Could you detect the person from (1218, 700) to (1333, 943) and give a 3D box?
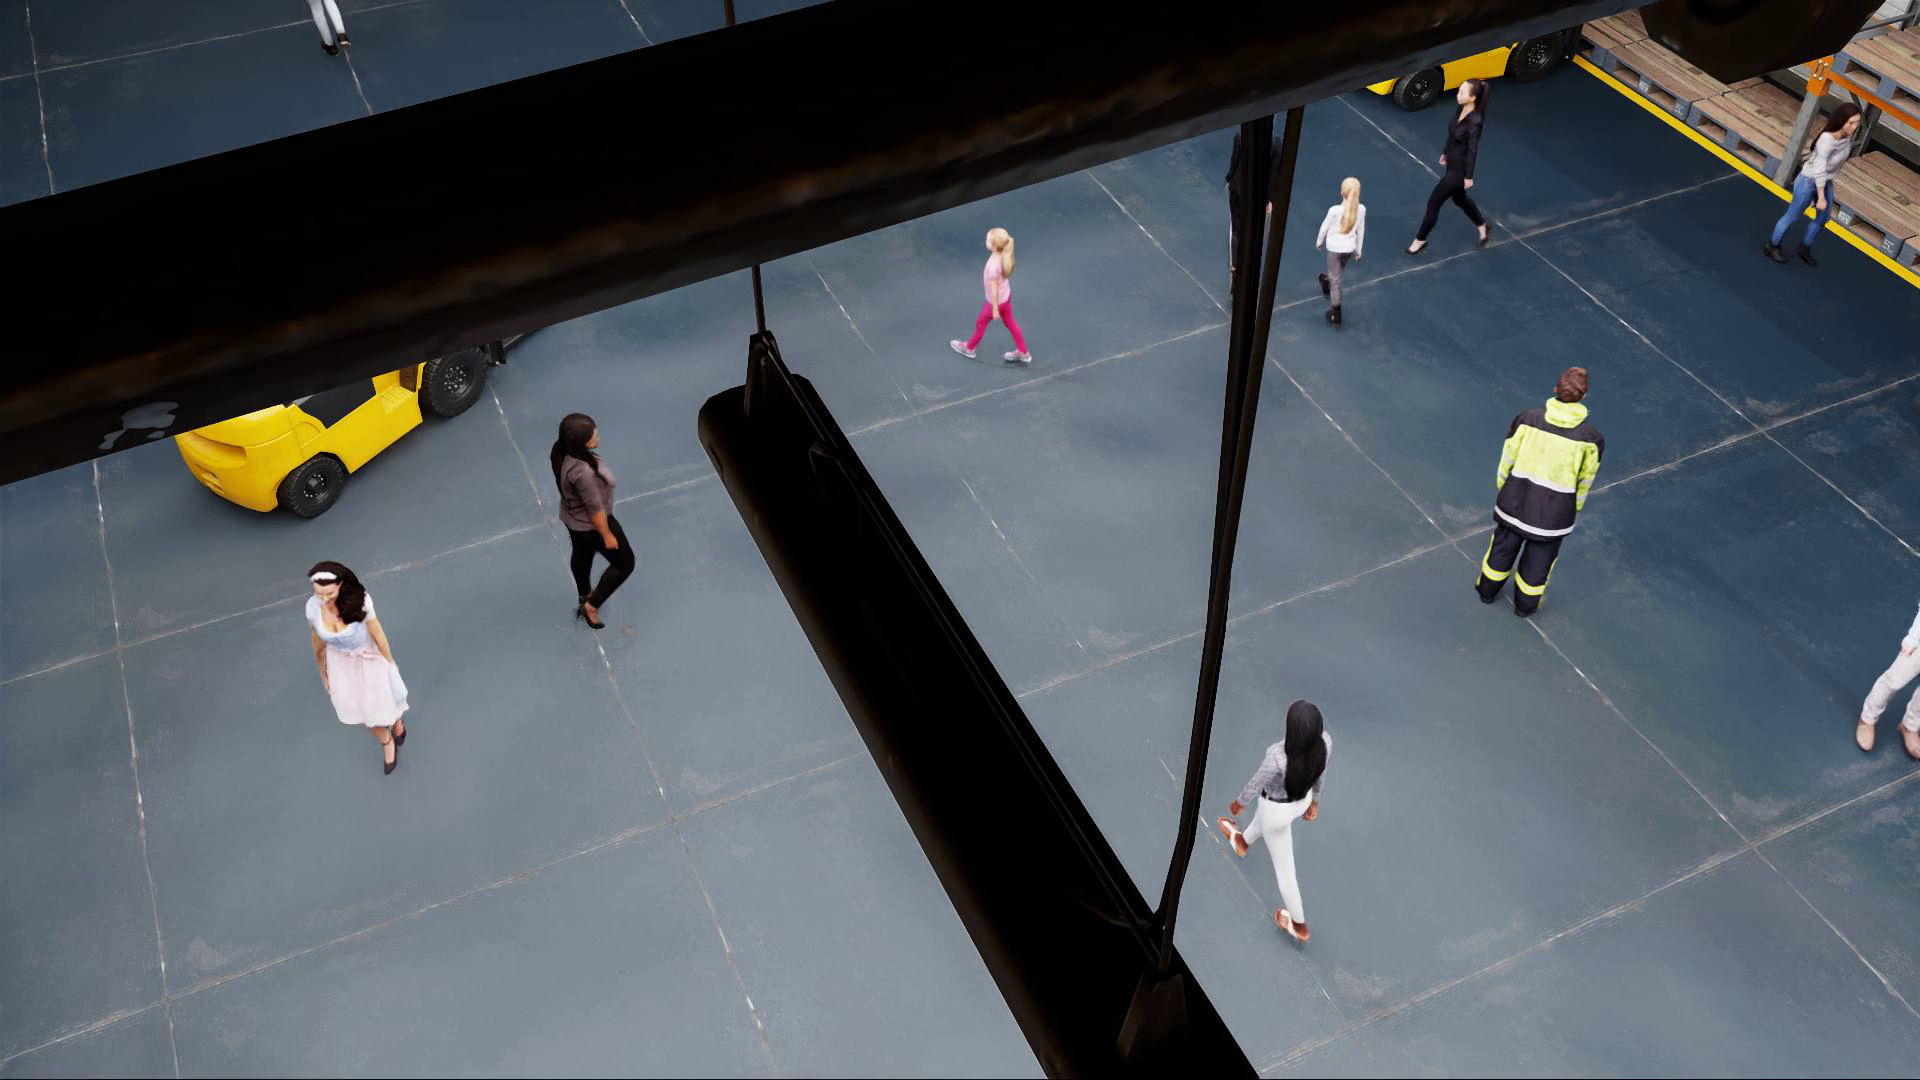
[{"bbox_3d":[1.855,1.584,9.330,0.672,1.677,1.185,-21,48,-21],"label":"person"}]

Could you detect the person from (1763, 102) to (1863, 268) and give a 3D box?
[{"bbox_3d":[7.242,-3.076,14.270,0.698,1.609,0.742,-31,51,-28],"label":"person"}]

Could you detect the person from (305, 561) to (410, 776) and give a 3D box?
[{"bbox_3d":[-3.625,0.731,10.138,0.820,1.796,0.899,0,44,-1],"label":"person"}]

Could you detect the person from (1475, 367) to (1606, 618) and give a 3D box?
[{"bbox_3d":[3.868,-0.306,11.096,0.822,1.977,0.925,21,47,21],"label":"person"}]

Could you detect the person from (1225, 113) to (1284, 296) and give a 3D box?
[{"bbox_3d":[2.422,-2.844,13.983,1.011,1.669,1.147,7,44,7],"label":"person"}]

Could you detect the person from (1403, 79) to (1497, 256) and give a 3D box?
[{"bbox_3d":[4.364,-3.176,14.326,0.931,1.677,1.077,-2,44,-2],"label":"person"}]

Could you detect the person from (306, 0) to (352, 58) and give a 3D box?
[{"bbox_3d":[-6.565,-5.760,16.943,0.764,1.810,0.846,-30,51,-28],"label":"person"}]

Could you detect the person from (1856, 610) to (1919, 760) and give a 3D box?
[{"bbox_3d":[6.042,0.594,10.214,0.741,1.891,0.761,6,44,6],"label":"person"}]

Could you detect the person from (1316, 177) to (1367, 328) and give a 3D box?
[{"bbox_3d":[3.174,-2.362,13.788,0.612,1.241,0.935,-9,44,-10],"label":"person"}]

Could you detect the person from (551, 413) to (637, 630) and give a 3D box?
[{"bbox_3d":[-2.473,-0.081,10.970,0.680,1.825,0.856,33,52,30],"label":"person"}]

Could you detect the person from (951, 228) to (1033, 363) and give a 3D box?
[{"bbox_3d":[0.364,-1.932,13.336,0.931,1.240,0.865,15,46,15],"label":"person"}]
